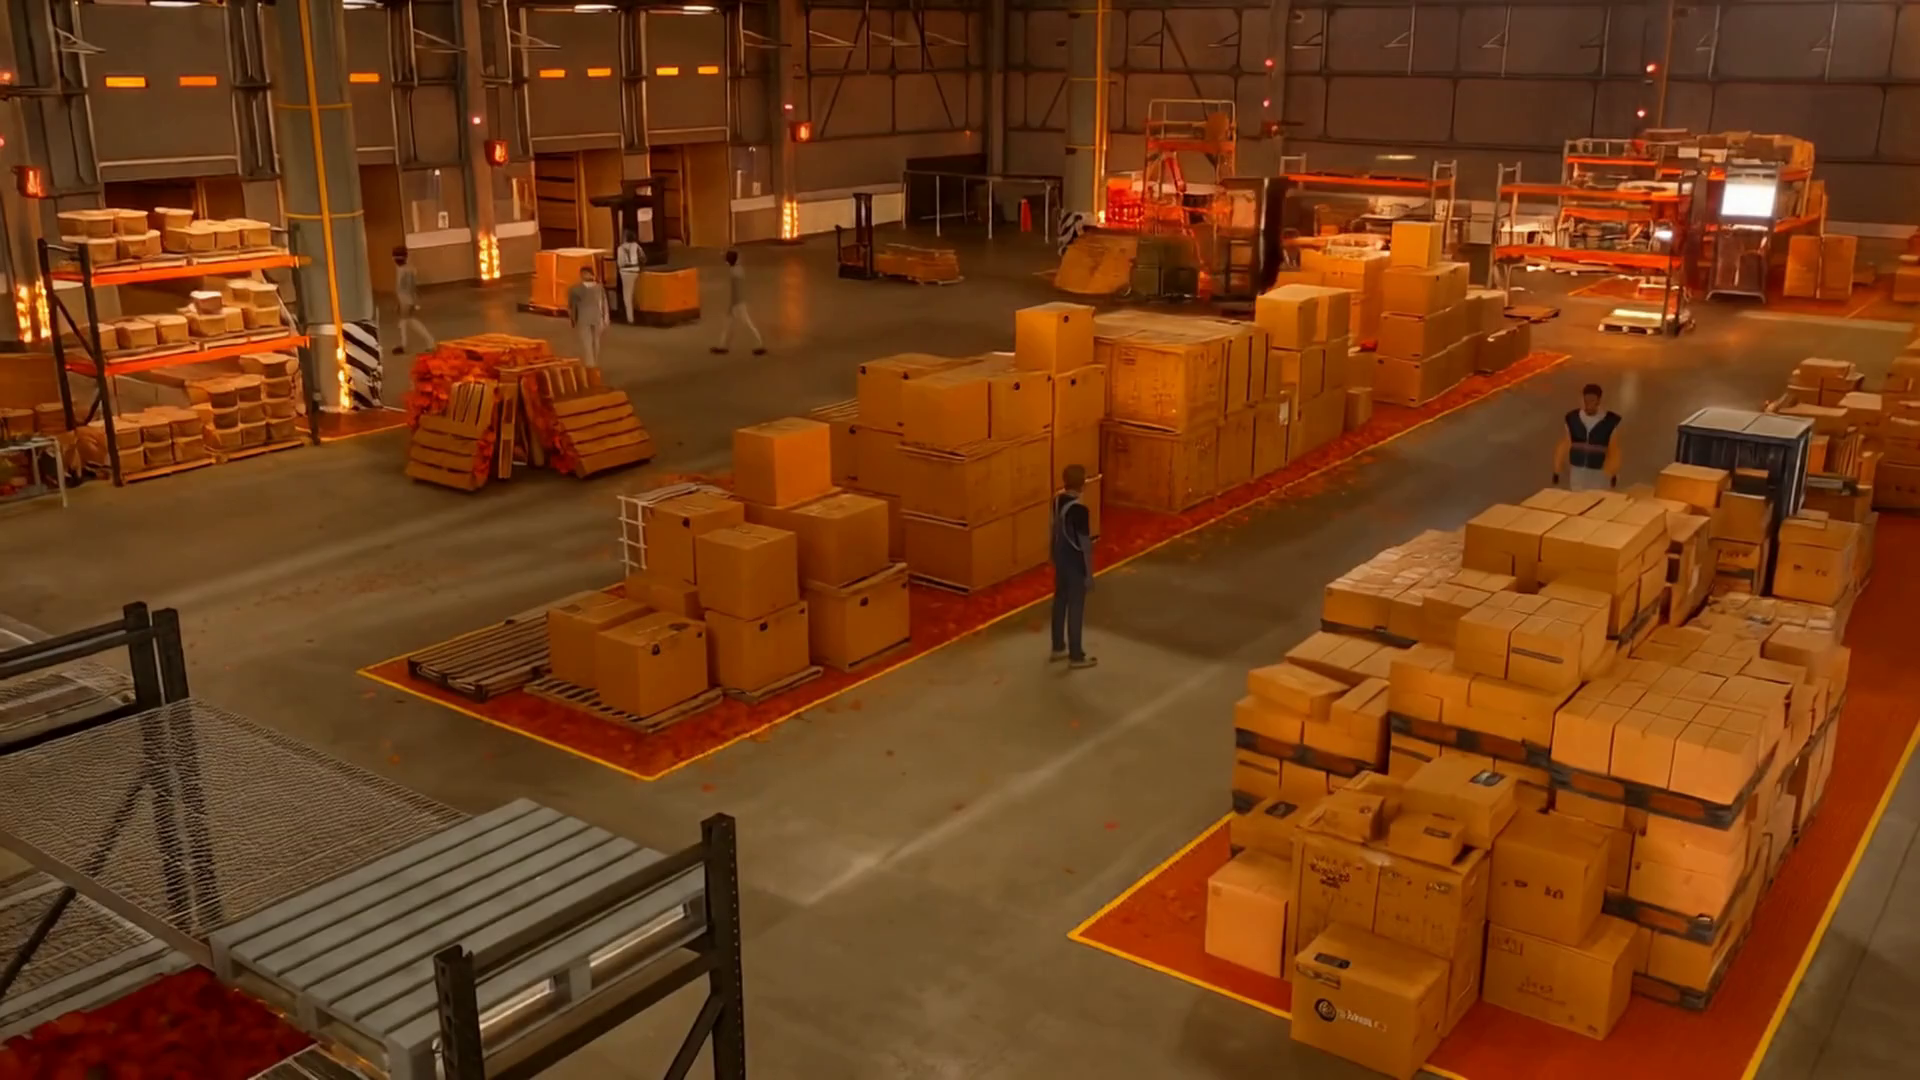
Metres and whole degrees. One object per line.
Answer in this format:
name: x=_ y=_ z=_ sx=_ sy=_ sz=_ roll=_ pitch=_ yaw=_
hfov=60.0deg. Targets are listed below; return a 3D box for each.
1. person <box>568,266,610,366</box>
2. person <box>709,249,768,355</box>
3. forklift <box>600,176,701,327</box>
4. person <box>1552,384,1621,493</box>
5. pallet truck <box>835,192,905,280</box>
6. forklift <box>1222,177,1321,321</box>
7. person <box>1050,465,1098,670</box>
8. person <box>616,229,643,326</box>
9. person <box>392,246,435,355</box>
person: x=-6.075 y=-3.566 z=27.273 sx=0.636 sy=1.904 sz=0.968 roll=-6 pitch=18 yaw=-20
person: x=-3.903 y=-4.196 z=29.376 sx=1.048 sy=1.890 sz=0.649 roll=-1 pitch=17 yaw=-4
forklift: x=-6.138 y=-5.705 z=32.666 sx=1.873 sy=2.768 sz=1.129 roll=12 pitch=21 yaw=35
person: x=6.684 y=-0.722 z=17.840 sx=0.636 sy=1.890 sz=0.779 roll=11 pitch=20 yaw=32
pallet truck: x=-1.936 y=-7.159 z=38.982 sx=1.885 sy=1.965 sz=0.823 roll=-12 pitch=21 yaw=-34
forklift: x=6.119 y=-5.635 z=32.435 sx=1.873 sy=2.768 sz=1.129 roll=3 pitch=17 yaw=10
person: x=0.998 y=0.234 z=14.762 sx=0.344 sy=1.847 sz=0.505 roll=-11 pitch=20 yaw=-33
person: x=-6.435 y=-5.121 z=32.434 sx=0.362 sy=1.881 sz=0.579 roll=14 pitch=22 yaw=38
person: x=-9.811 y=-4.296 z=29.647 sx=0.554 sy=1.914 sz=0.840 roll=16 pitch=23 yaw=42
